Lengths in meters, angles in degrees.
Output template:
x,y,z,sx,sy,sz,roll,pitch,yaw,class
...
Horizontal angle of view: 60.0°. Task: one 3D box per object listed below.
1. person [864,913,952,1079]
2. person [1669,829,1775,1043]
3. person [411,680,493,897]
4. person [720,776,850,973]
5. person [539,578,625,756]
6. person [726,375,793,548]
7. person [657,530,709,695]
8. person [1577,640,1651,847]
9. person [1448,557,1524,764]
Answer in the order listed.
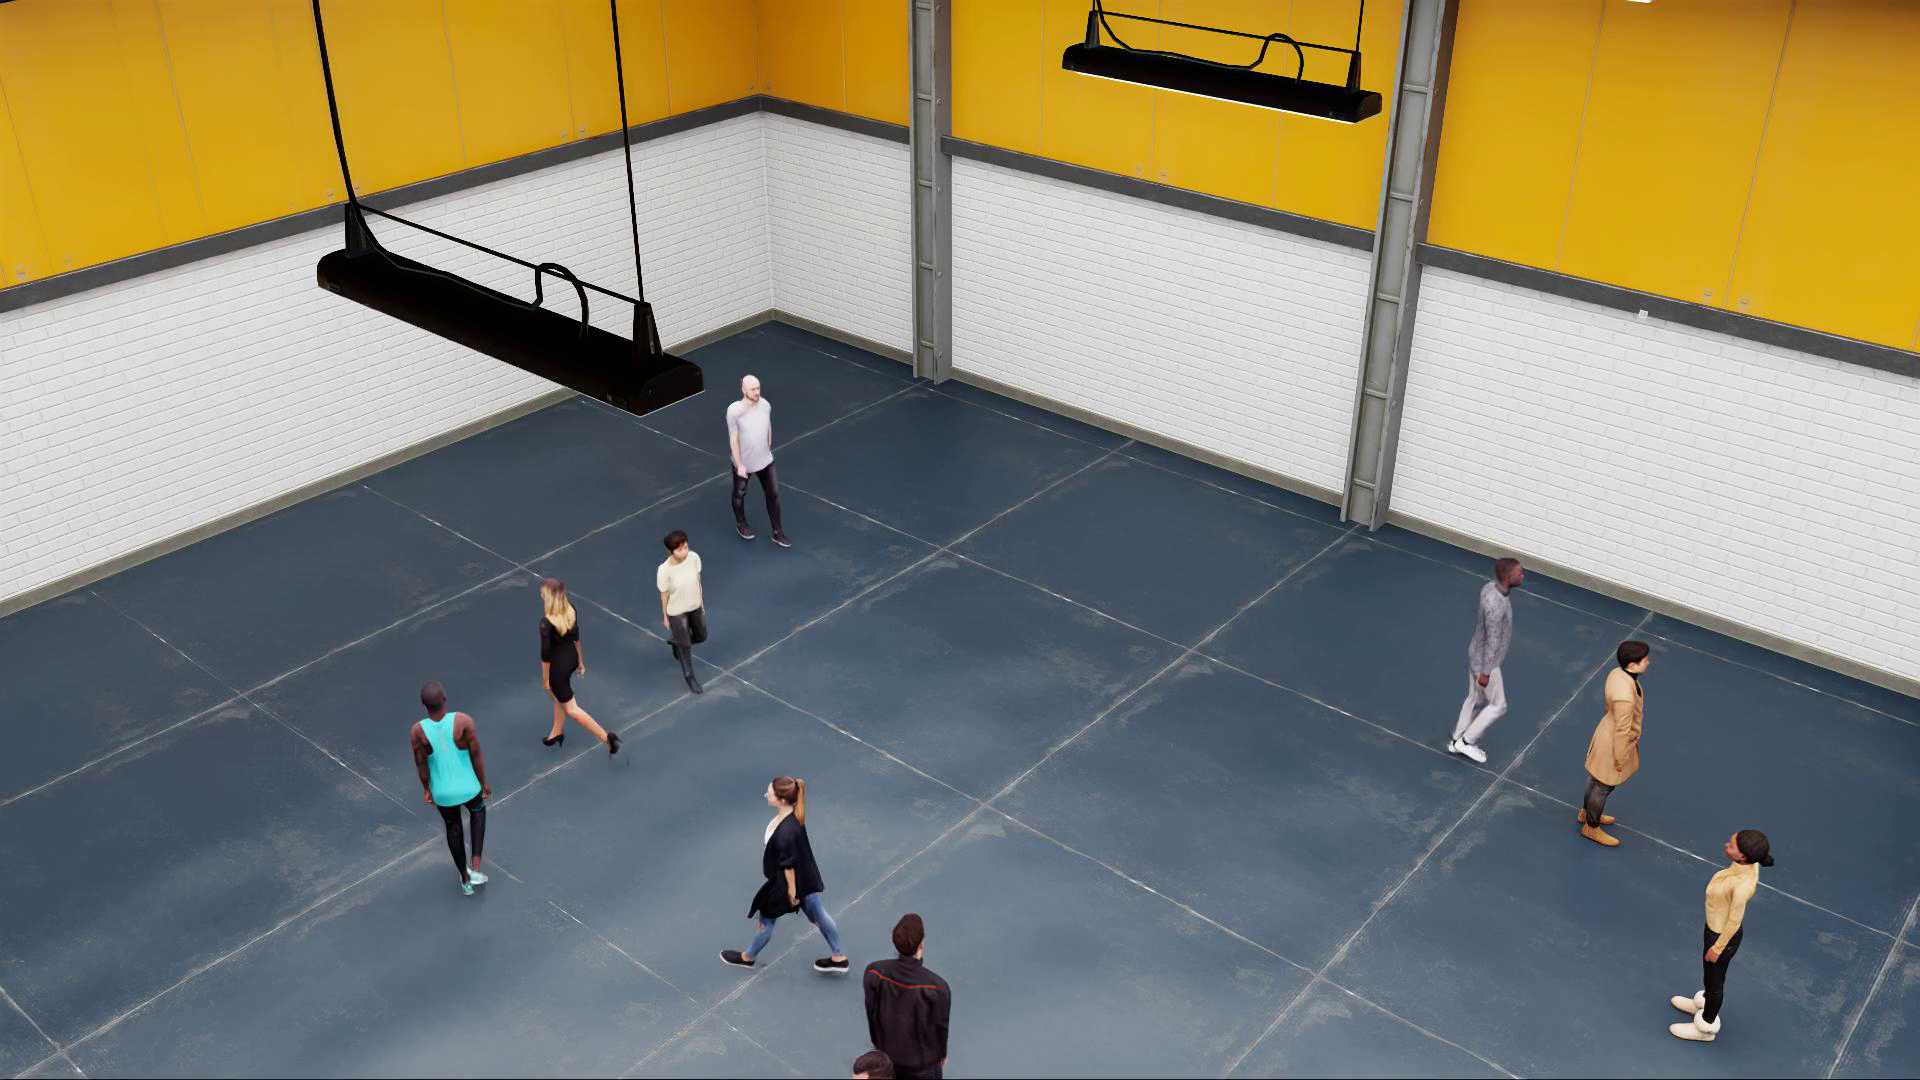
x,y,z,sx,sy,sz,roll,pitch,yaw,class
-0.298,2.978,9.693,0.645,1.908,0.813,10,30,17,person
4.946,2.534,10.767,0.646,1.660,0.644,13,31,22,person
-3.623,1.834,11.904,0.782,1.800,0.830,-7,29,-12,person
-1.041,2.305,11.220,1.207,1.627,1.030,3,29,5,person
-3.149,1.081,13.440,1.104,1.650,0.792,10,30,18,person
-2.153,-0.843,16.804,0.857,1.808,1.065,-16,32,-27,person
-2.439,0.579,14.442,0.802,1.572,0.626,26,38,38,person
4.947,1.504,12.588,0.768,1.725,0.748,6,29,11,person
4.167,0.959,13.487,0.802,1.820,0.812,8,30,14,person
